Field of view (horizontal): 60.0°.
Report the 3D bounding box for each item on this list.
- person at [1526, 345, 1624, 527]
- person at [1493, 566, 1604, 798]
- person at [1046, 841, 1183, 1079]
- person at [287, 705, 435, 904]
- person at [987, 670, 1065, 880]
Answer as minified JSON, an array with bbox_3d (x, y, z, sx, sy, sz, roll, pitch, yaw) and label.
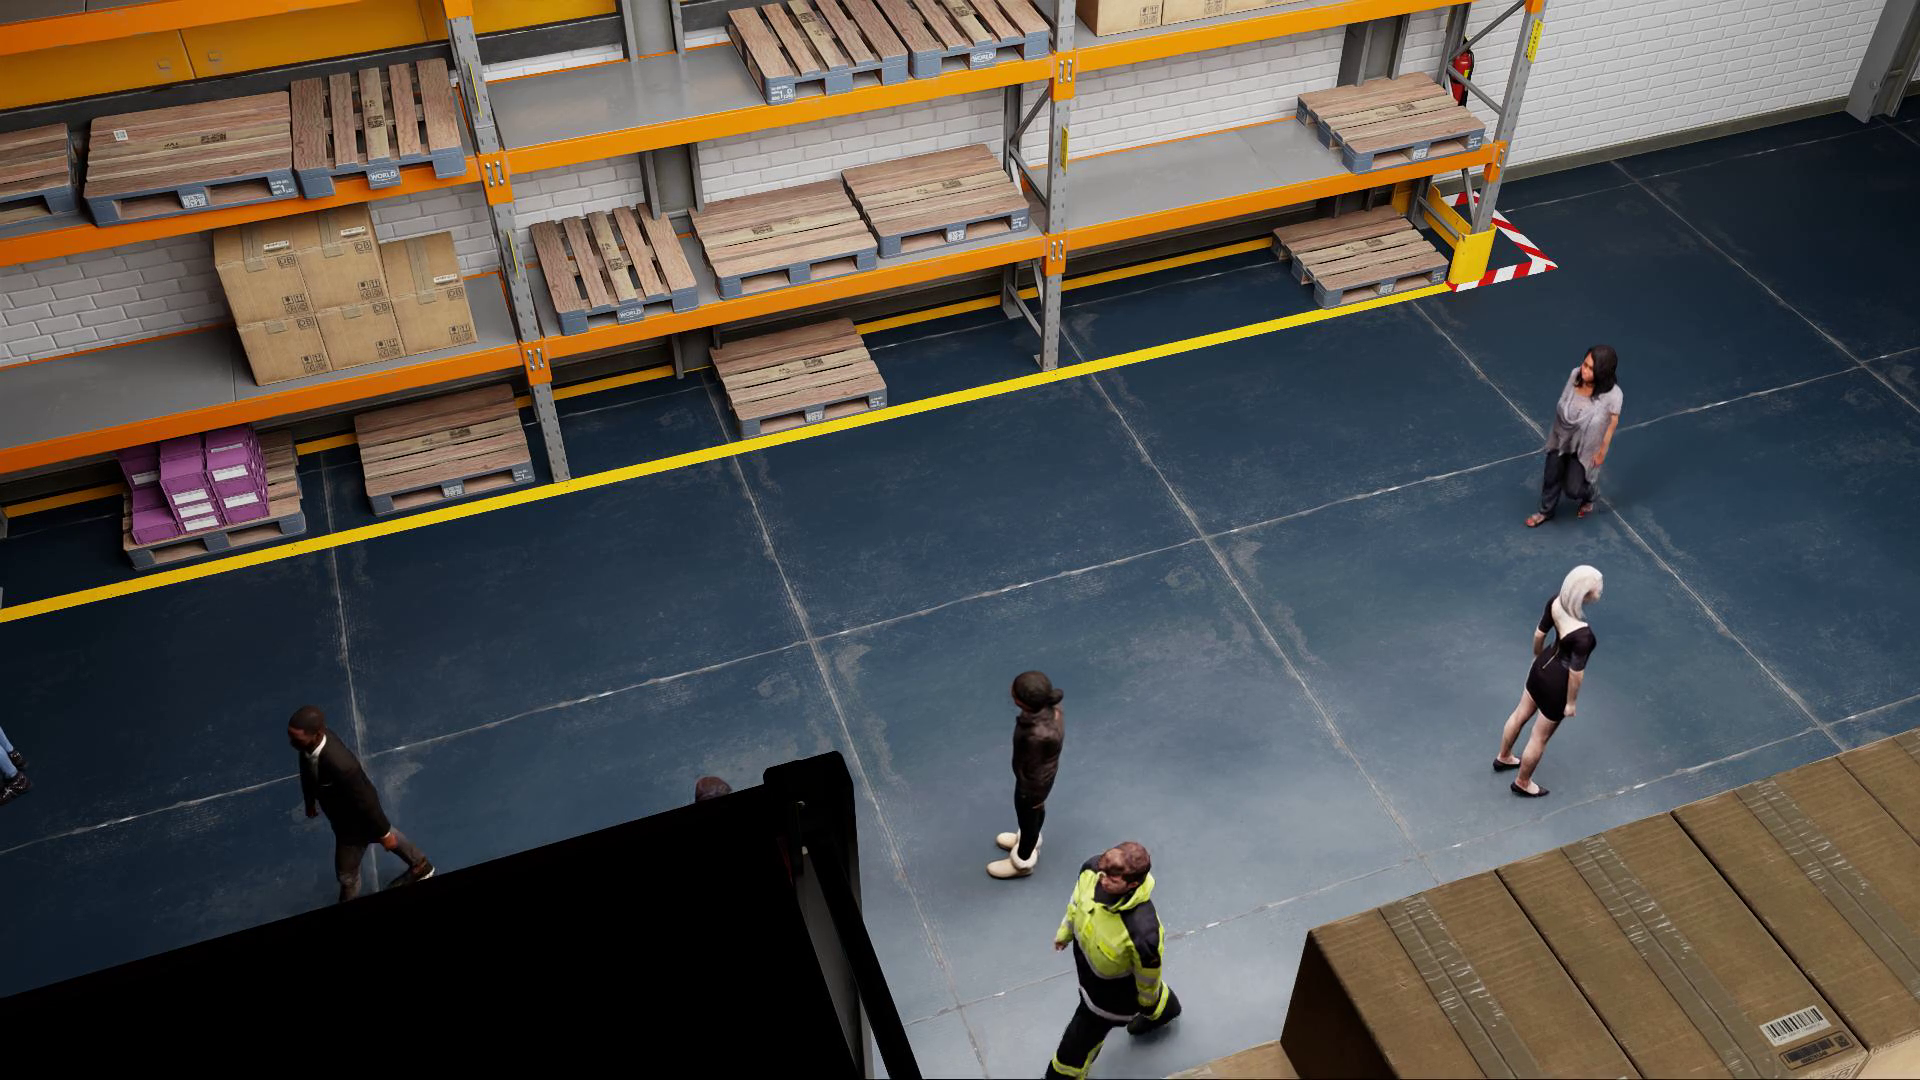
[{"bbox_3d":[4.429,-0.733,11.767,0.845,1.594,0.728,-24,49,-23],"label":"person"},{"bbox_3d":[3.537,0.842,9.943,0.525,1.830,0.612,-10,44,-10],"label":"person"},{"bbox_3d":[0.867,2.121,8.524,1.222,1.936,0.772,-16,46,-16],"label":"person"},{"bbox_3d":[-3.318,1.487,9.316,1.213,1.762,0.979,-32,52,-29],"label":"person"},{"bbox_3d":[0.435,1.342,9.542,0.754,1.659,0.694,1,44,1],"label":"person"}]
